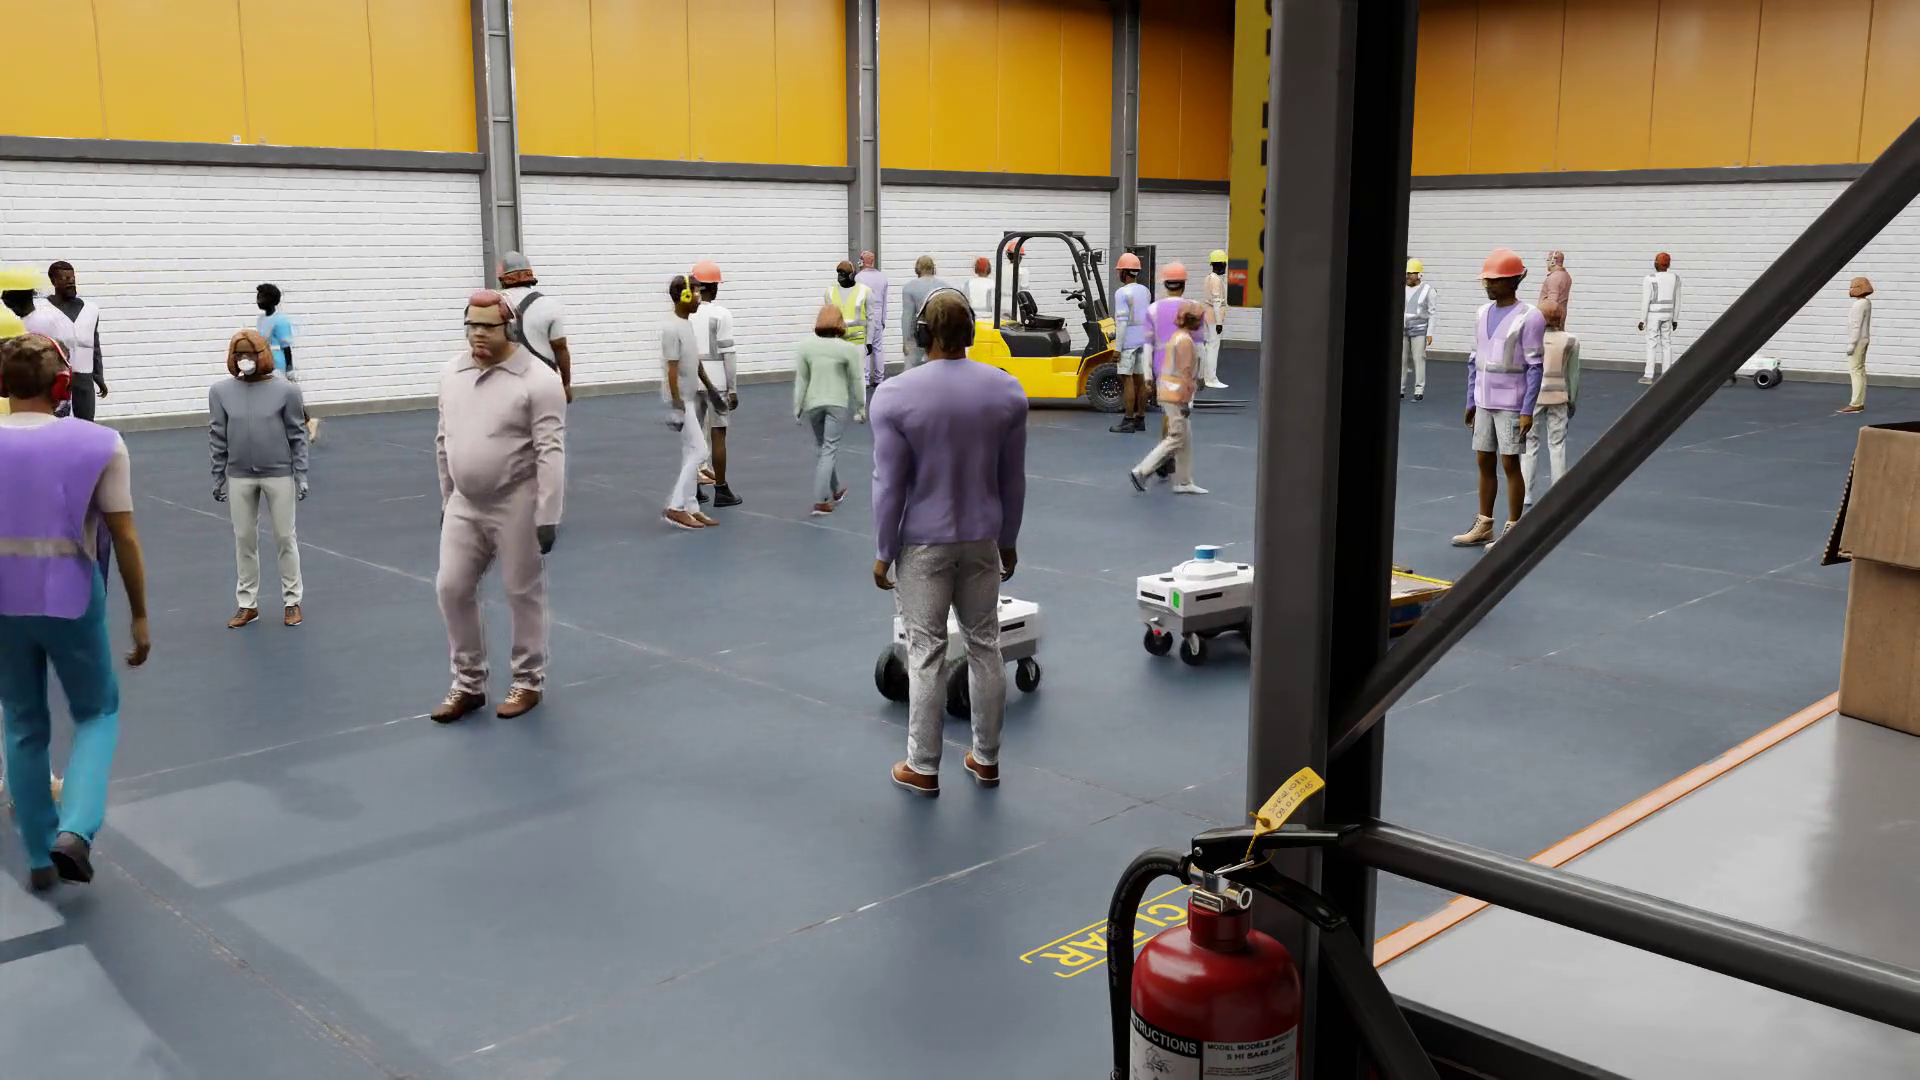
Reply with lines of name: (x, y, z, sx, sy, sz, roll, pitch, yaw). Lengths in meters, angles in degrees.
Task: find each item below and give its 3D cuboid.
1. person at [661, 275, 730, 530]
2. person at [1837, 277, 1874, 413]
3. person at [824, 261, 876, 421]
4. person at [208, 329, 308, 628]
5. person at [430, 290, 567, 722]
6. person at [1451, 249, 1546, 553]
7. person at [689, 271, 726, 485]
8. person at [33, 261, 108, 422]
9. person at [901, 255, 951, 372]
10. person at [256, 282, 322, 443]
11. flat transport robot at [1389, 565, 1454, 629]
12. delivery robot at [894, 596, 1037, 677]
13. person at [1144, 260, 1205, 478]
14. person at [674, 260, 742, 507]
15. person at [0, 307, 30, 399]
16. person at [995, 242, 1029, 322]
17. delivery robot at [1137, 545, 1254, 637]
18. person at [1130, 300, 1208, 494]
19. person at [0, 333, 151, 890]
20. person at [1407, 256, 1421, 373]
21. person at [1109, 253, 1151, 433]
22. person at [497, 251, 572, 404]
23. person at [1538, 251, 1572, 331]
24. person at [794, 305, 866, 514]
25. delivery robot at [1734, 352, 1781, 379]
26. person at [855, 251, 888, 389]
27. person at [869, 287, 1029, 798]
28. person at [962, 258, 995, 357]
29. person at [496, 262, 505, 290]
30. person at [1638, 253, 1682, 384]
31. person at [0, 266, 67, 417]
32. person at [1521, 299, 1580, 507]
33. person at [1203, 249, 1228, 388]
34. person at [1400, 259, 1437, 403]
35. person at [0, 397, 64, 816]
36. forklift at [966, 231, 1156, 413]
person: (-1.925, -0.996, 12.114, 0.486, 1.855, 0.509, 0, 10, 1)
person: (10.831, -2.353, 20.086, 0.268, 1.631, 0.507, 9, 14, 40)
person: (-1.290, -2.290, 19.185, 0.624, 1.841, 0.430, 3, 11, 15)
person: (-3.816, -0.332, 9.068, 0.508, 1.631, 0.265, -1, 10, -7)
person: (-2.058, -0.129, 7.233, 0.681, 1.891, 0.608, 3, 11, 18)
person: (3.608, -0.923, 11.176, 0.392, 2.039, 0.615, -5, 11, -24)
person: (-2.215, -1.417, 14.337, 0.329, 1.871, 0.513, 2, 11, 12)
person: (-7.422, -1.356, 13.866, 0.391, 1.922, 0.593, 6, 12, 31)
person: (-0.425, -2.270, 18.895, 0.644, 1.897, 0.867, -5, 11, -23)
person: (-6.717, -1.719, 16.508, 0.674, 1.675, 0.536, -9, 14, -40)
flat transport robot: (2.142, 0.347, 9.083, 1.431, 0.197, 0.652, -7, 13, -35)
delivery robot: (0.033, 0.422, 7.639, 0.477, 0.478, 0.707, 10, 14, 42)
person: (1.852, -1.497, 14.646, 0.538, 1.917, 0.830, 6, 12, 28)
person: (-1.985, -1.224, 13.101, 0.550, 1.937, 0.357, 4, 11, 22)
person: (-4.833, -0.300, 8.523, 0.523, 1.771, 0.304, 7, 12, 32)
person: (0.809, -3.437, 24.899, 0.612, 2.037, 0.403, 9, 14, 41)
delivery robot: (1.240, 0.272, 8.460, 0.707, 0.478, 0.477, -7, 13, -35)
person: (1.719, -1.152, 13.583, 0.621, 1.616, 0.567, 0, 10, 0)
person: (-2.945, 0.253, 5.350, 0.605, 1.820, 0.510, -3, 11, -18)
person: (6.876, -3.513, 25.909, 0.513, 1.827, 0.577, -3, 11, -14)
person: (1.826, -2.125, 18.012, 0.373, 1.939, 0.545, 9, 14, 40)
person: (-3.413, -1.289, 13.171, 0.709, 2.000, 0.653, 1, 10, 3)
person: (8.499, -3.184, 23.874, 0.405, 1.906, 0.653, 8, 13, 36)
person: (-0.987, -1.021, 12.925, 0.527, 1.585, 0.847, 3, 11, 17)
delivery robot: (11.145, -2.473, 23.414, 0.707, 0.478, 0.477, 8, 13, 38)
person: (-1.305, -3.071, 23.256, 0.404, 1.906, 0.651, 10, 14, 43)
person: (-0.048, 0.016, 6.338, 0.632, 1.940, 0.372, -4, 11, -23)
person: (0.280, -2.918, 22.633, 0.592, 1.835, 1.008, 5, 11, 23)
person: (-3.896, -1.496, 14.580, 0.543, 1.939, 0.360, 8, 13, 38)
person: (10.041, -3.175, 23.889, 0.586, 1.880, 0.343, -1, 10, -7)
person: (-6.600, -0.984, 11.849, 0.421, 1.911, 0.621, -7, 12, -33)
person: (4.598, -1.073, 13.097, 0.522, 1.636, 0.310, 1, 10, 5)
person: (3.589, -3.100, 23.349, 0.360, 1.930, 0.587, 0, 10, -1)
person: (5.779, -2.674, 21.290, 0.598, 1.830, 0.403, 10, 14, 42)
person: (-3.617, 0.103, 6.132, 0.630, 1.839, 0.429, 2, 11, 10)
forklift: (1.222, -2.721, 20.561, 2.313, 2.155, 1.214, 2, 11, 13)
